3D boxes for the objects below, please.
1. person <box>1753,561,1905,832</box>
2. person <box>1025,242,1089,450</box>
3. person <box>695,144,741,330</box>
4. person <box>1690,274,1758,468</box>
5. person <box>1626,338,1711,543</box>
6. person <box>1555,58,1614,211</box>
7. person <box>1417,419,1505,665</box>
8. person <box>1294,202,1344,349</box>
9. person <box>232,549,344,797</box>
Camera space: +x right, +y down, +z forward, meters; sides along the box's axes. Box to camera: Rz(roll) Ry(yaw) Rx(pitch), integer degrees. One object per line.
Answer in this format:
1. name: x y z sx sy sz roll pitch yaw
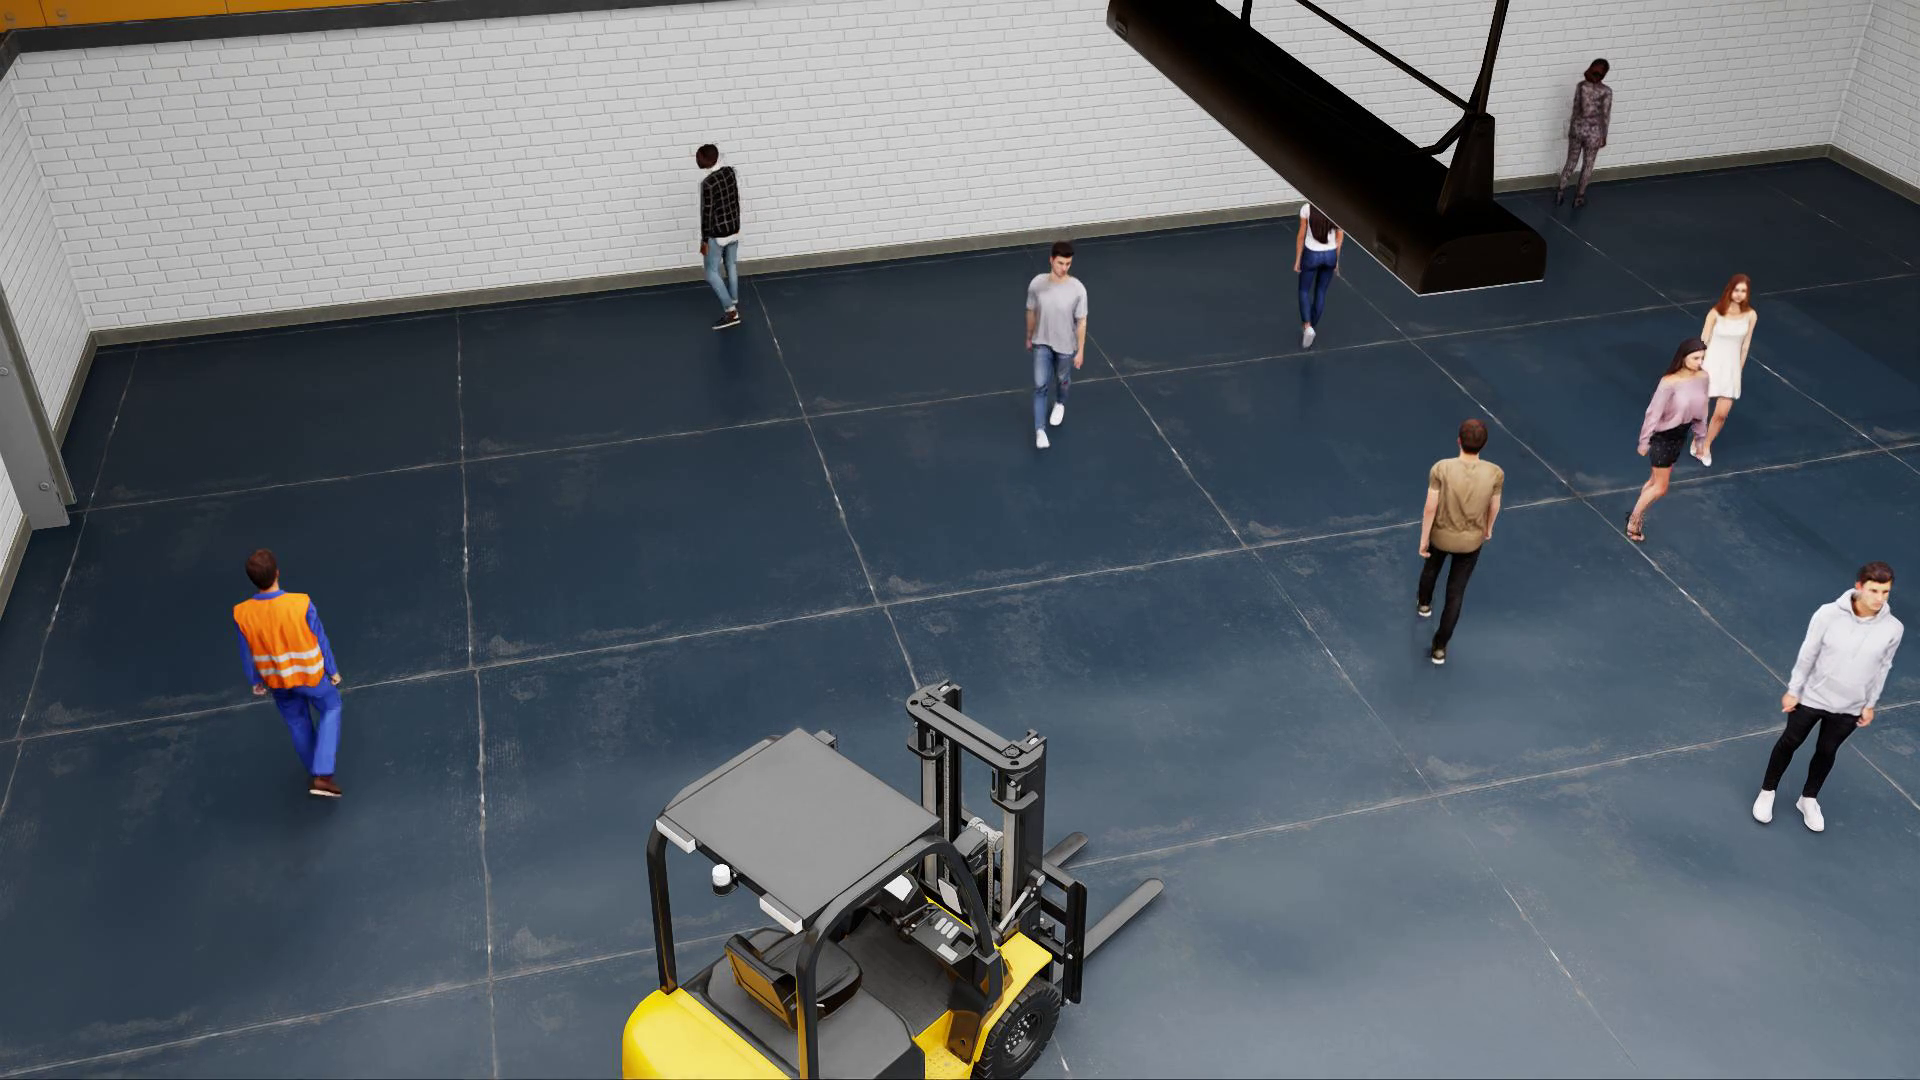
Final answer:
1. person: 5.330 0.933 10.183 0.779 1.930 0.782 8 34 12
2. person: 0.814 -1.753 14.299 0.957 1.847 1.221 7 34 10
3. person: -2.298 -2.988 16.192 0.964 1.807 0.991 -27 42 -35
4. person: 6.389 -1.488 14.036 0.733 1.697 0.801 11 35 16
5. person: 5.418 -0.796 12.902 0.675 1.799 0.644 -14 36 -20
6. person: 6.995 -4.543 18.613 0.748 1.717 0.668 -27 42 -35
7. person: 3.464 0.049 11.616 1.023 1.815 1.200 10 35 14
8. person: 3.384 -2.595 15.642 0.760 1.762 0.972 2 34 3
9. person: -4.119 0.898 10.302 0.743 1.856 0.880 -5 34 -7
